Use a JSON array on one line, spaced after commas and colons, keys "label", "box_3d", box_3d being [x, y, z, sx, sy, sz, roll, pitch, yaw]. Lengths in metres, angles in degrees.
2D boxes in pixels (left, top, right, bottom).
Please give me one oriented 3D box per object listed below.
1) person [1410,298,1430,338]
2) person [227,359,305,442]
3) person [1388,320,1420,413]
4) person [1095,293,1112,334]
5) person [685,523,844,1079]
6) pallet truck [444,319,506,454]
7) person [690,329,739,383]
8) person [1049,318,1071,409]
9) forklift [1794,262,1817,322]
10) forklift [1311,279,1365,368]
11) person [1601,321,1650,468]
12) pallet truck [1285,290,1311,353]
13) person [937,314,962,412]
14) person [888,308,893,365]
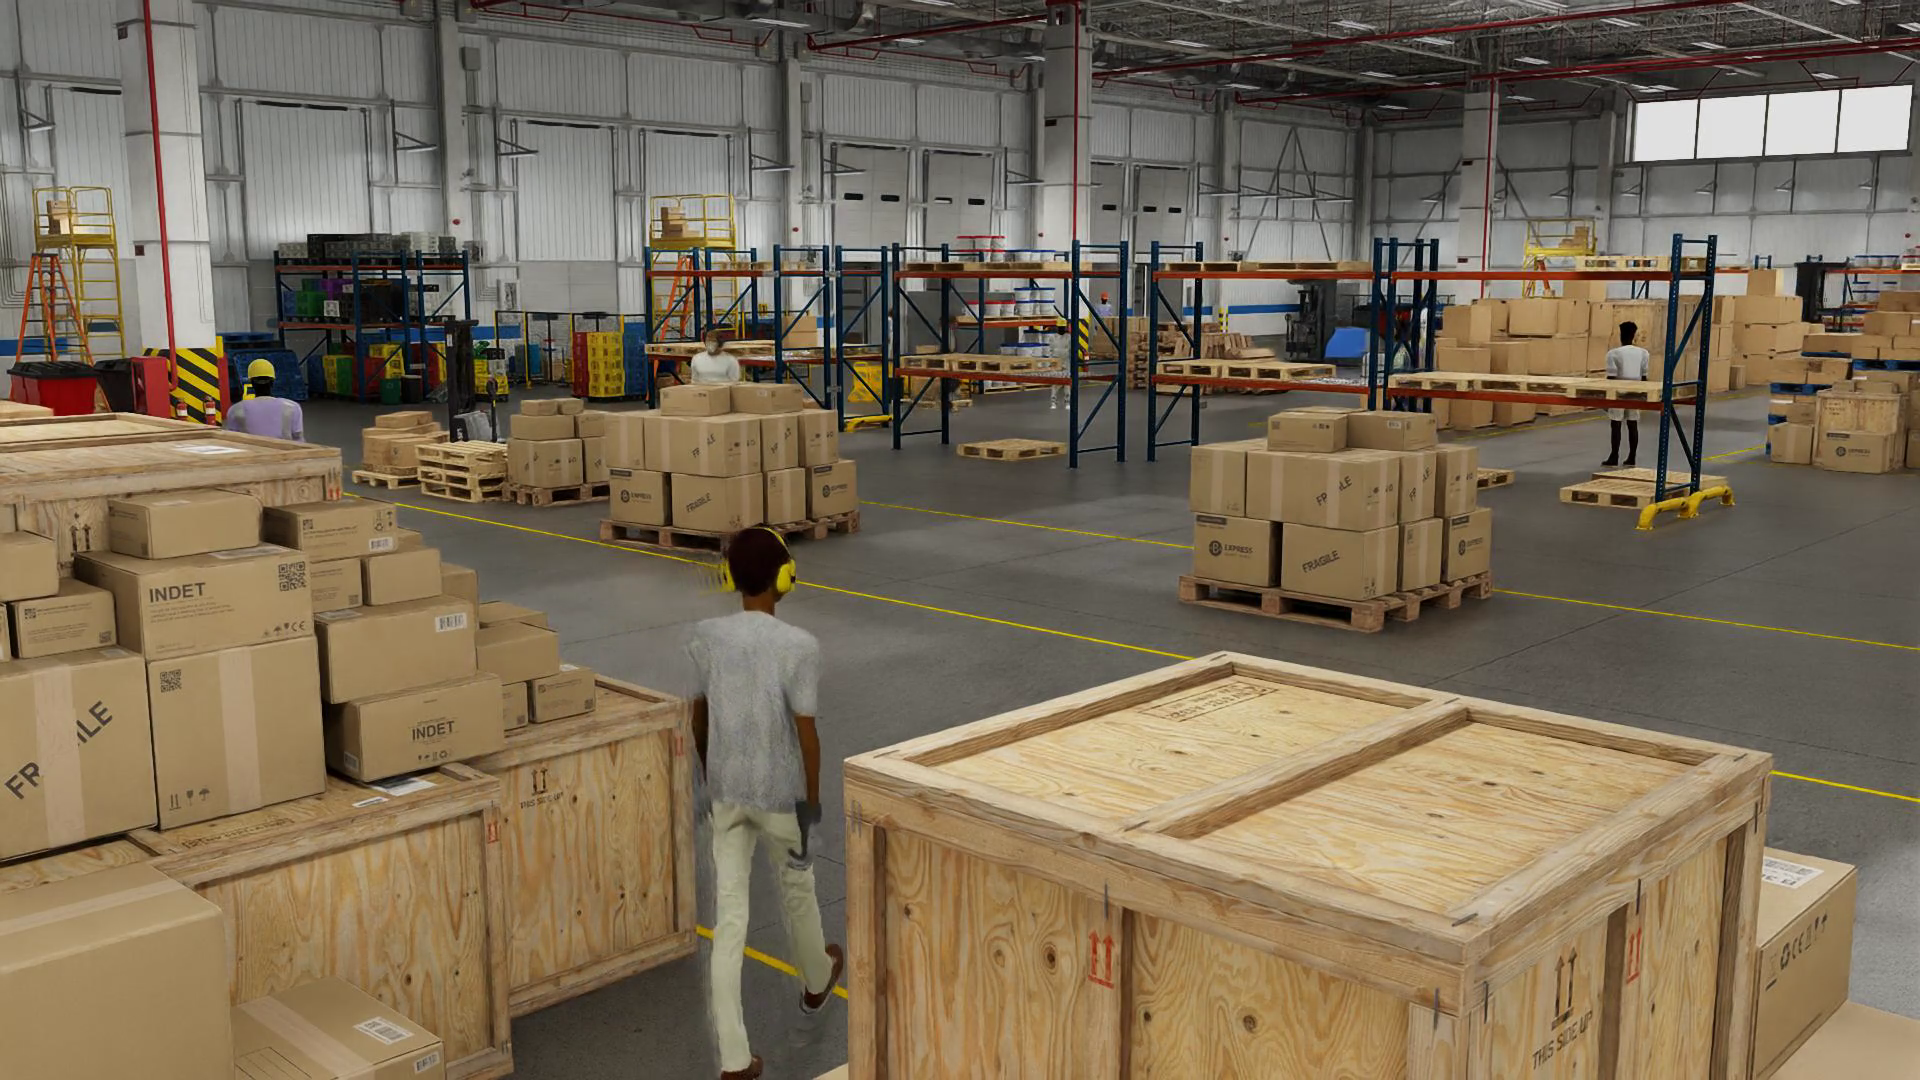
[{"label": "person", "box_3d": [12.948, -5.871, 46.738, 0.585, 1.838, 0.954, 3, 10, 15]}, {"label": "person", "box_3d": [-5.748, -0.542, 13.831, 0.590, 1.915, 0.396, -3, 10, -18]}, {"label": "person", "box_3d": [6.896, -2.453, 25.670, 0.947, 1.883, 0.603, 0, 9, -1]}, {"label": "person", "box_3d": [4.428, -6.658, 51.286, 0.543, 1.929, 0.384, -1, 9, -5]}, {"label": "person", "box_3d": [-0.652, 0.848, 5.583, 0.499, 1.817, 0.969, 2, 9, 12]}, {"label": "pallet truck", "box_3d": [-6.981, -1.942, 22.150, 1.885, 1.965, 0.823, 1, 9, 9]}, {"label": "person", "box_3d": [-3.005, -1.611, 20.330, 0.652, 1.928, 0.435, 2, 10, 13]}, {"label": "person", "box_3d": [1.916, -3.340, 31.522, 0.484, 1.738, 0.321, 2, 9, 10]}, {"label": "forklift", "box_3d": [21.982, -5.849, 43.408, 1.873, 2.768, 1.129, 7, 11, 36]}, {"label": "forklift", "box_3d": [9.805, -6.000, 44.334, 1.873, 2.768, 1.129, 0, 9, 2]}, {"label": "person", "box_3d": [8.864, -1.933, 22.191, 0.611, 1.965, 0.362, -2, 9, -10]}, {"label": "pallet truck", "box_3d": [11.297, -6.951, 52.861, 1.885, 1.965, 0.823, -5, 11, -29]}, {"label": "person", "box_3d": [-0.150, -3.258, 30.748, 0.400, 1.825, 0.543, -1, 9, -7]}, {"label": "person", "box_3d": [-1.815, -5.280, 43.738, 0.314, 1.634, 0.516, 3, 10, 18]}]
